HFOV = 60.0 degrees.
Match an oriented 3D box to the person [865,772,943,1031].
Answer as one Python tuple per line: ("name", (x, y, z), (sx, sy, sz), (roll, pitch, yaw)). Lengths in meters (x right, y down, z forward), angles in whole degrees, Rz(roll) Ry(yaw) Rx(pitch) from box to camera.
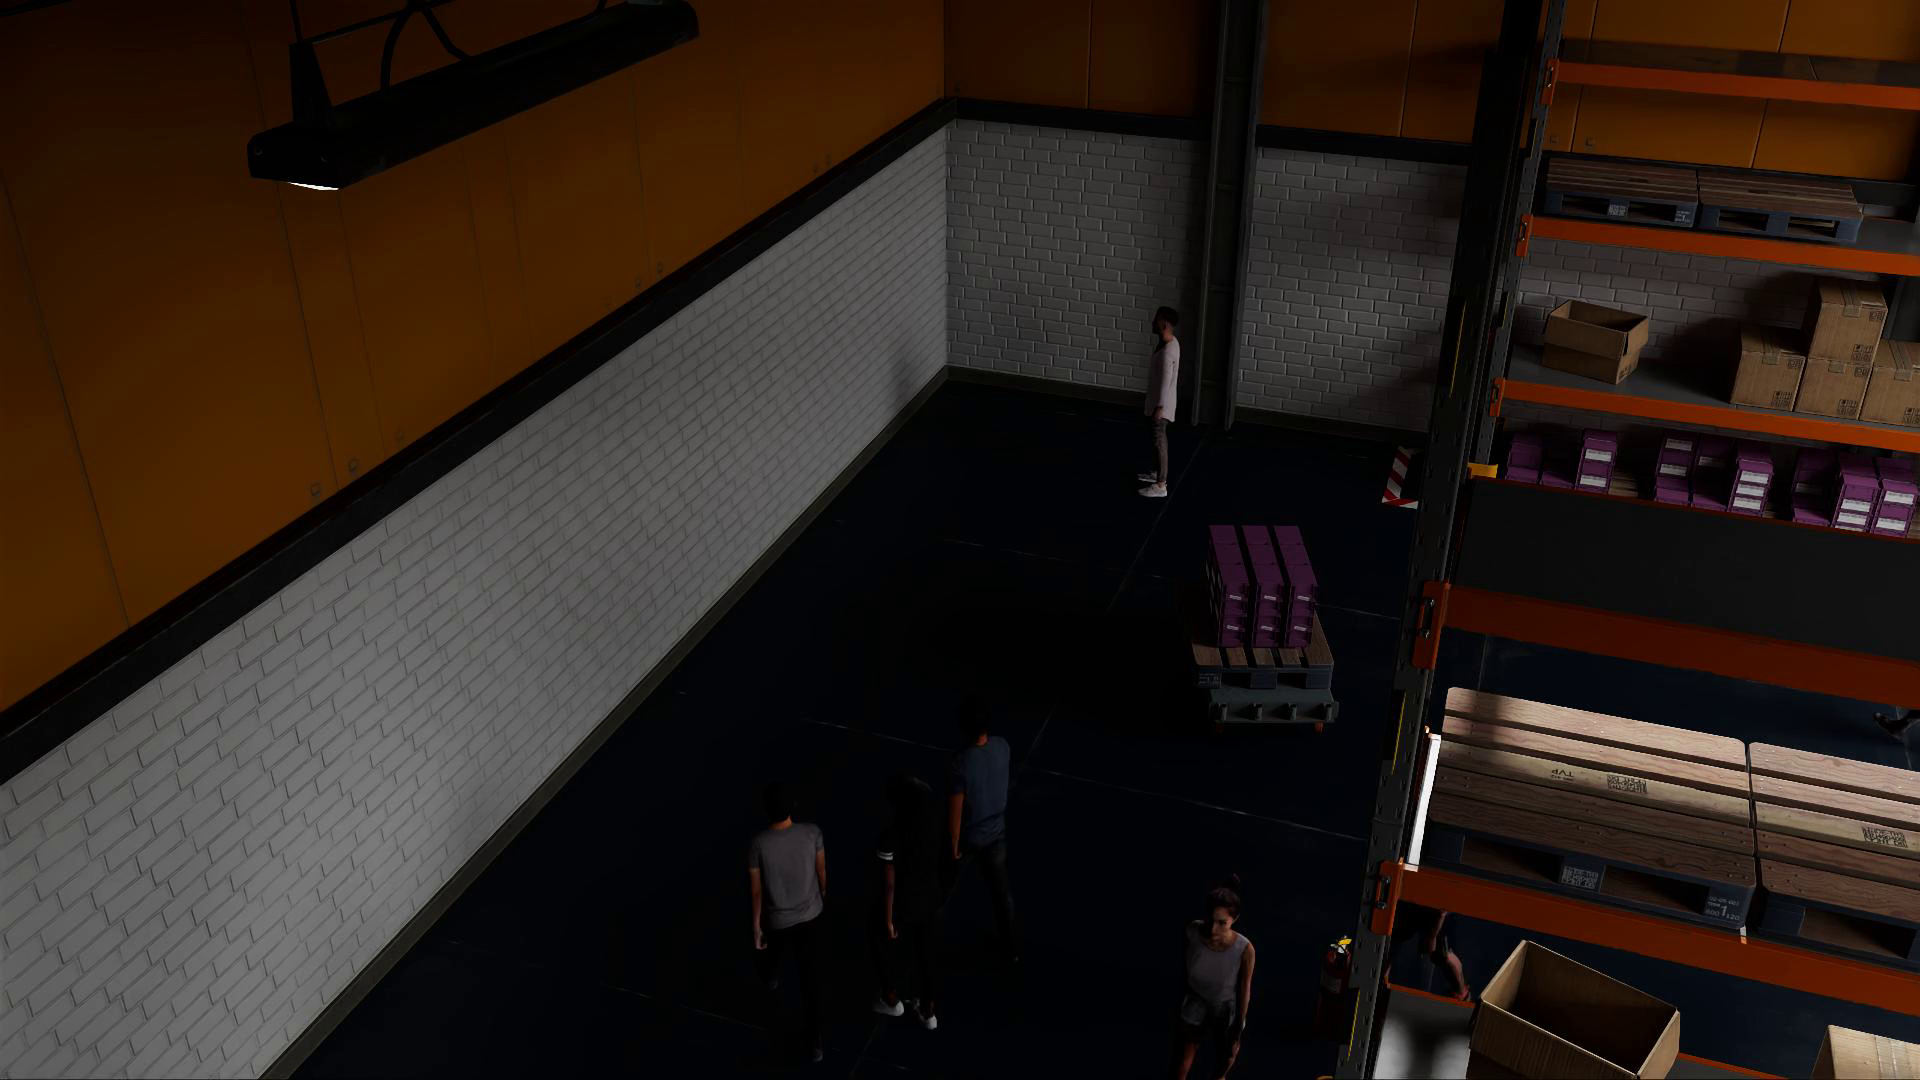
("person", (-0.220, 2.070, 9.343), (0.756, 1.709, 0.803), (-23, 36, -36))

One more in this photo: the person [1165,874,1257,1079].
("person", (1.379, 2.425, 8.825), (0.958, 1.581, 0.695), (14, 32, 24))

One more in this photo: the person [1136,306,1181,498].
("person", (1.853, -1.296, 15.376), (0.649, 1.840, 0.724), (3, 29, 5))

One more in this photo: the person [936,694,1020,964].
("person", (0.163, 1.758, 9.847), (1.042, 1.773, 1.207), (-21, 35, -34))

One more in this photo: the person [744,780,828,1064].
("person", (-0.915, 2.135, 9.218), (1.141, 1.713, 1.086), (-7, 29, -12))
